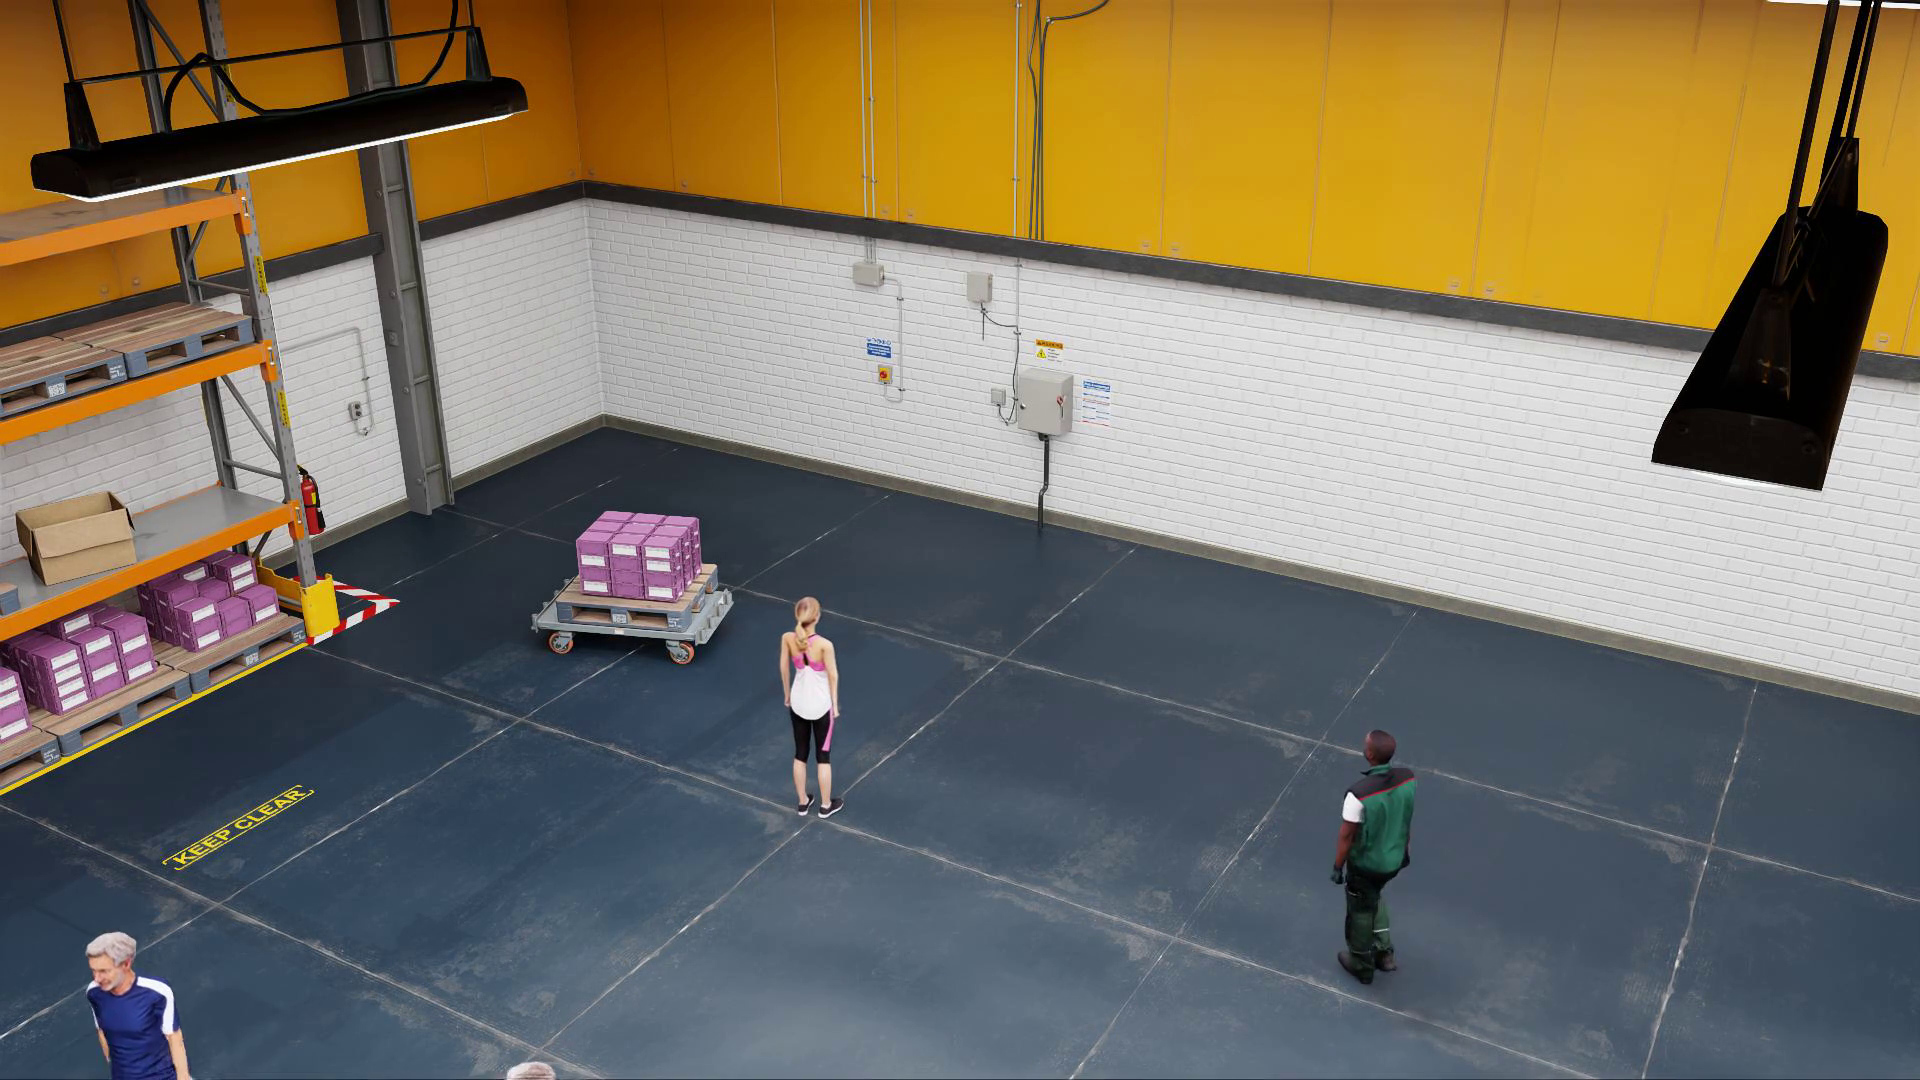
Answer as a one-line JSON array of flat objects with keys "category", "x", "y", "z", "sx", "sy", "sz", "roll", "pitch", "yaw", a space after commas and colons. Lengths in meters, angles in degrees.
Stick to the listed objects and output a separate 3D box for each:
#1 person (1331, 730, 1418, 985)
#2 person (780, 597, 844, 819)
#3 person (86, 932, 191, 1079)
[{"category": "person", "x": 2.662, "y": 2.061, "z": 10.487, "sx": 0.828, "sy": 1.826, "sz": 0.913, "roll": -12, "pitch": 26, "yaw": -25}, {"category": "person", "x": -1.114, "y": 1.248, "z": 12.394, "sx": 0.634, "sy": 1.787, "sz": 0.563, "roll": 9, "pitch": 25, "yaw": 19}, {"category": "person", "x": -4.252, "y": 2.788, "z": 8.827, "sx": 0.841, "sy": 1.822, "sz": 0.973, "roll": 3, "pitch": 24, "yaw": 6}]
